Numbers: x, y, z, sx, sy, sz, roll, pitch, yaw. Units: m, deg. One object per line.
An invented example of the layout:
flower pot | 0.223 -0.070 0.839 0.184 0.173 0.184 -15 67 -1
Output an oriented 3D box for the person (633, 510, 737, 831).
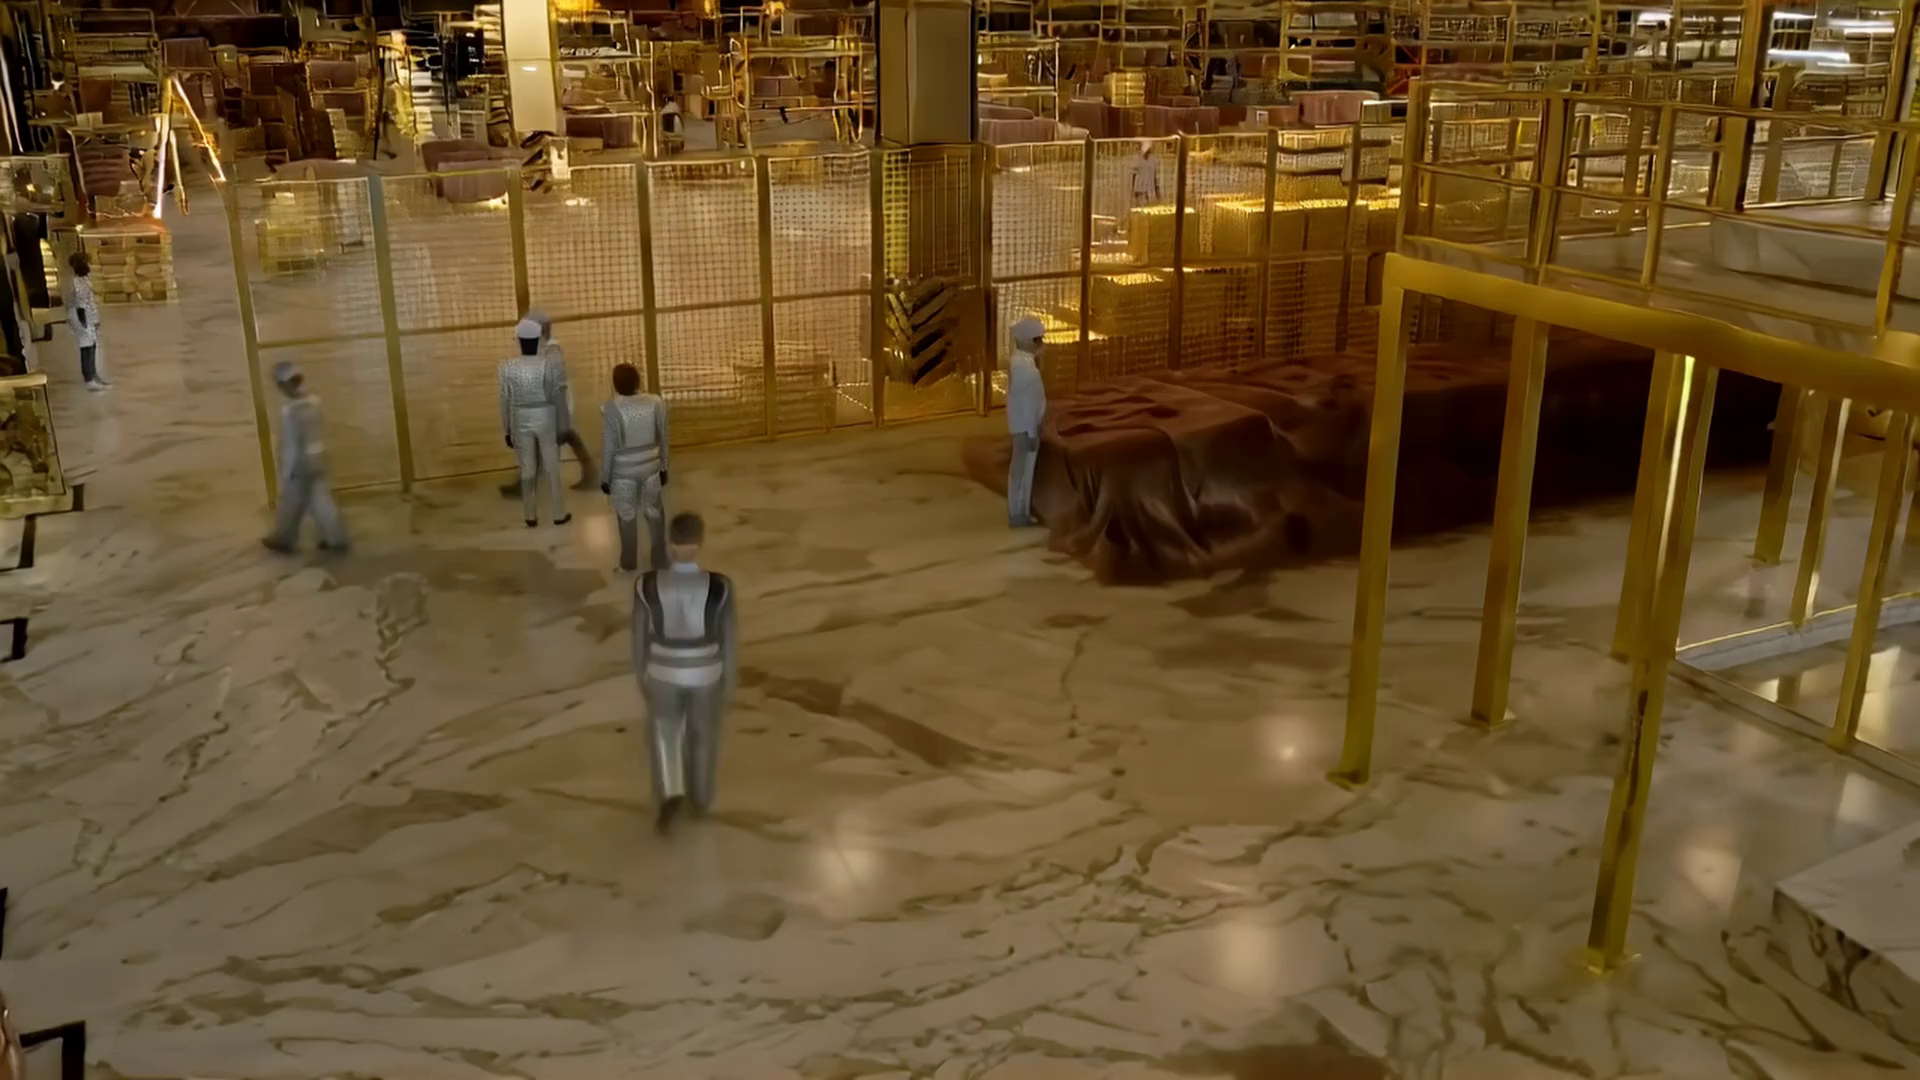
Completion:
person | -1.632 0.768 9.903 0.611 1.920 0.864 -3 19 -7

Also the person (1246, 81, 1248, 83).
person | 13.130 -21.312 73.860 0.784 1.946 0.613 -13 23 -32

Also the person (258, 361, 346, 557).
person | -5.780 -0.705 14.460 0.887 1.727 0.532 9 21 25

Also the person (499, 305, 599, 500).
person | -3.997 -1.329 16.034 0.999 1.881 0.574 -7 20 -20

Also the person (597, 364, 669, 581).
person | -2.725 -0.567 13.893 0.622 1.839 0.429 -13 23 -32

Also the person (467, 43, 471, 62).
person | -21.760 -21.195 73.557 0.375 1.932 0.544 -2 19 -7

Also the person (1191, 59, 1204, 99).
person | 8.799 -16.993 61.724 0.529 1.692 0.321 -9 21 -25

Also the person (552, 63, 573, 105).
person | -13.664 -15.602 57.369 0.654 1.900 0.875 -11 22 -28

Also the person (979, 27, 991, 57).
person | 1.280 -24.979 84.418 0.612 1.995 0.378 8 20 21

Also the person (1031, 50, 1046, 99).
person | 3.062 -18.055 64.516 0.598 1.887 0.946 -1 19 -2

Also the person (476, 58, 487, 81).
person | -17.589 -16.857 61.271 0.345 1.736 0.485 13 23 34

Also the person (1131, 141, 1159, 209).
person | 3.517 -6.516 31.108 0.565 1.850 0.602 -17 26 -41

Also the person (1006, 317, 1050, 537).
person | 0.602 -1.022 14.970 0.381 1.994 0.615 -4 19 -10

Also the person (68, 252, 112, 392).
person | -10.559 -2.633 20.102 0.323 1.688 0.532 -7 20 -19

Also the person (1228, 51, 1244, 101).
person | 10.558 -17.681 63.434 0.669 1.873 0.813 -11 22 -28

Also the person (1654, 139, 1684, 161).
person | 13.151 -6.624 31.139 0.609 2.043 0.392 10 22 27

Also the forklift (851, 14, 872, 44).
forklift | -4.580 -23.072 77.551 1.129 2.768 1.873 8 20 21

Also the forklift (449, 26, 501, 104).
forklift | -18.105 -17.681 61.924 1.873 2.768 1.129 13 23 33

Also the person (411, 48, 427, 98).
person | -21.219 -18.407 65.451 0.630 1.940 0.372 -12 22 -30

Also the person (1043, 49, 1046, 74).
person | 3.919 -23.077 79.449 0.414 1.623 0.533 -6 20 -17

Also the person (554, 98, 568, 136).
person | -9.830 -9.792 40.414 0.630 1.977 0.714 -9 21 -25

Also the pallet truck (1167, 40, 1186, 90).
pallet truck | 9.045 -19.971 69.895 0.823 1.965 1.885 -3 19 -8

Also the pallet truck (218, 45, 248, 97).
pallet truck | -28.879 -18.665 66.111 0.823 1.965 1.885 -3 19 -9

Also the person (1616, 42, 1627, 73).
person | 30.071 -21.847 75.597 0.590 1.818 0.545 -13 23 -34

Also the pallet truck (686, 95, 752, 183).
pallet truck | -5.836 -9.608 39.856 0.823 1.965 1.885 10 22 27

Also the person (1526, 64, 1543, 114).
person | 20.089 -15.740 58.080 0.536 1.700 0.318 14 23 35

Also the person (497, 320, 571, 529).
person | -3.872 -1.046 15.160 0.587 1.916 0.392 -2 19 -5

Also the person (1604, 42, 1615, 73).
person | 30.193 -22.474 77.543 0.529 1.734 0.801 -9 21 -25

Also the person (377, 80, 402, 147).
person | -16.230 -12.143 47.416 0.946 1.839 0.606 11 22 29

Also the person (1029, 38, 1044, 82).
person | 3.436 -21.442 74.277 0.630 1.925 0.434 -7 20 -20

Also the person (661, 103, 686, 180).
person | -6.861 -9.655 40.282 0.638 1.806 0.824 13 23 33

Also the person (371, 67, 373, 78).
person | -20.784 -16.350 59.634 0.522 1.844 0.344 -6 20 -16

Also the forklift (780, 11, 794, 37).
forklift | -8.511 -24.590 81.951 1.873 2.768 1.129 -9 21 -25

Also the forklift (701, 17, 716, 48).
forklift | -10.921 -21.323 72.480 1.873 2.768 1.129 -9 21 -25
